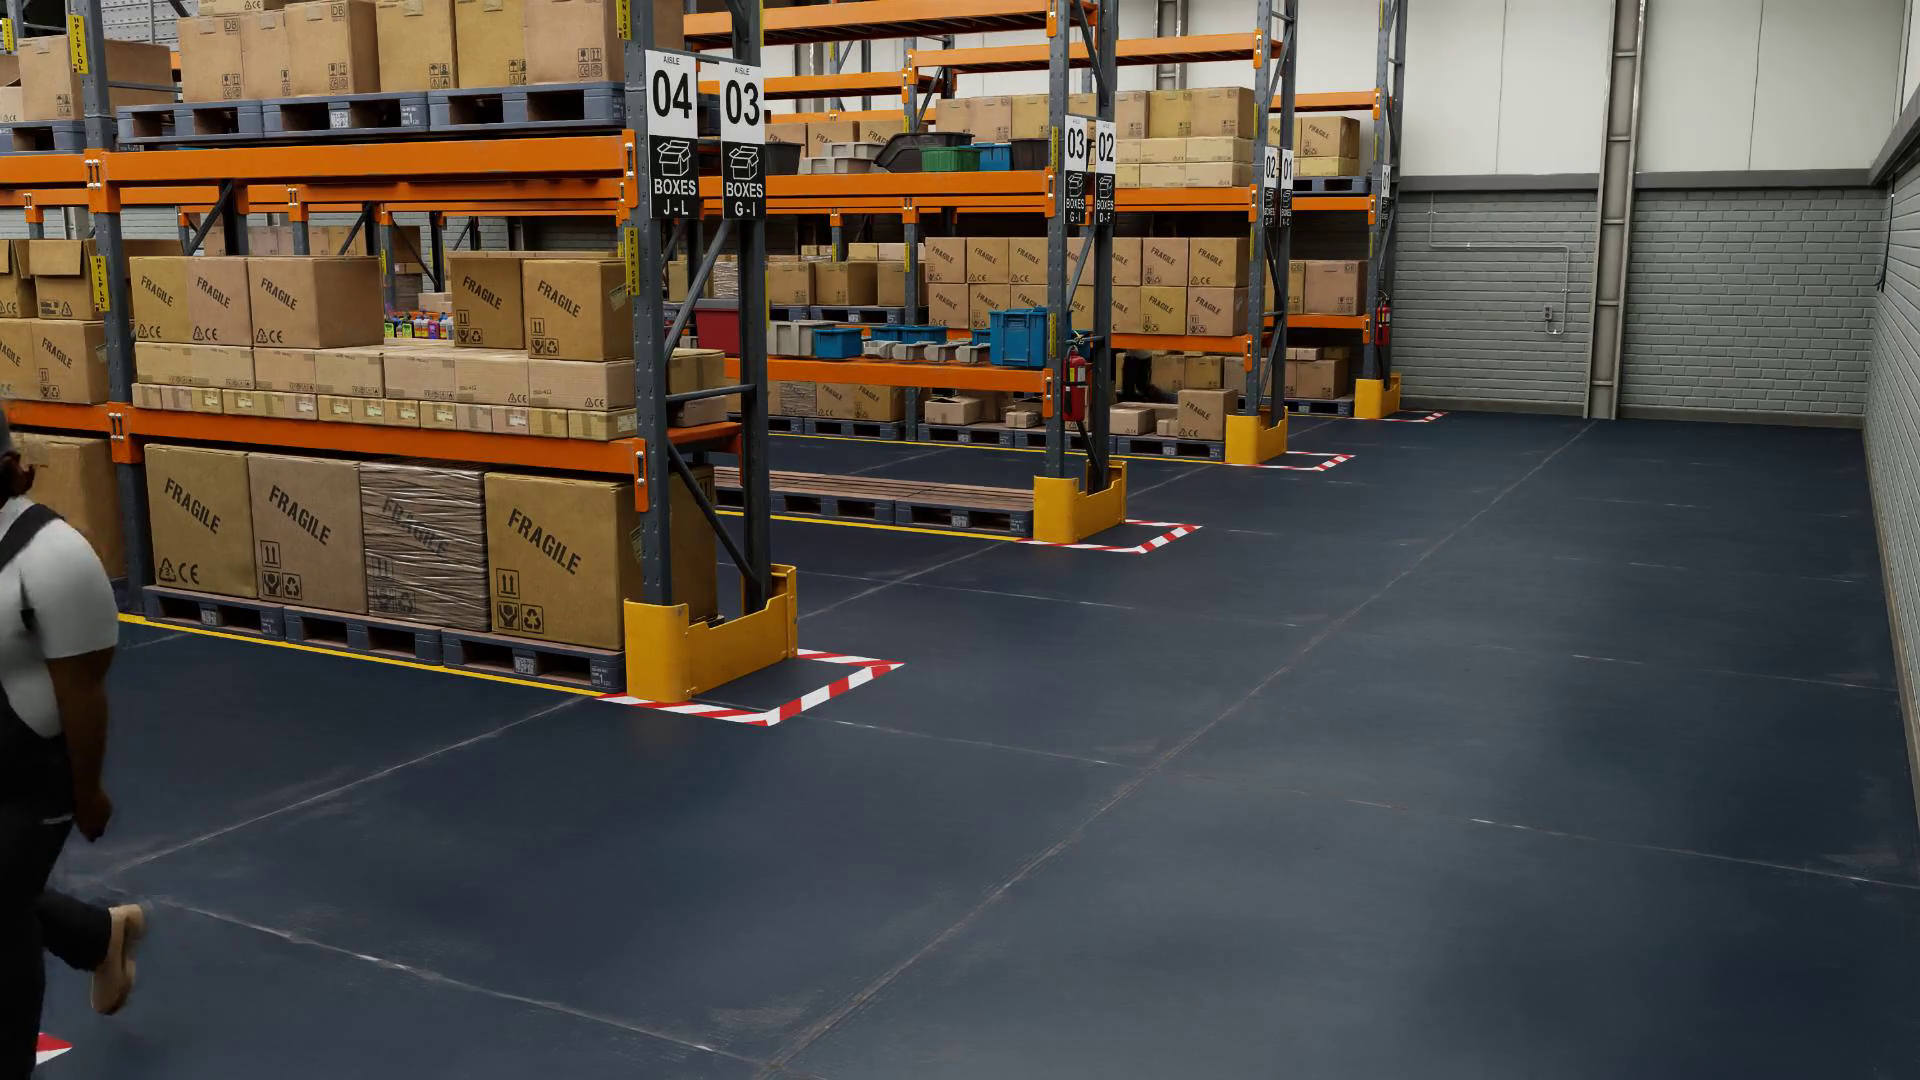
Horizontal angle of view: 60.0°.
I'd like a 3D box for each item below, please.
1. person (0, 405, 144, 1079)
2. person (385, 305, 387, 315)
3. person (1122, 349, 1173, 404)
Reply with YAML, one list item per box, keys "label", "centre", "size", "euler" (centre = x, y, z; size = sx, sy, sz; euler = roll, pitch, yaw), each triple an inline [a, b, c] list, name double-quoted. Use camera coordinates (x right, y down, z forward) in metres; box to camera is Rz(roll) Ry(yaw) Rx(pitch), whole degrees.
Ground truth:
- label: "person"
  centre: [-2.504, 0.539, 4.406]
  size: [0.686, 2.000, 0.770]
  euler: [4, 11, 20]
- label: "person"
  centre: [-7.226, -2.325, 20.353]
  size: [0.570, 1.922, 0.546]
  euler: [7, 13, 34]
- label: "person"
  centre: [2.187, -2.221, 19.673]
  size: [0.728, 1.971, 0.619]
  euler: [7, 13, 35]
